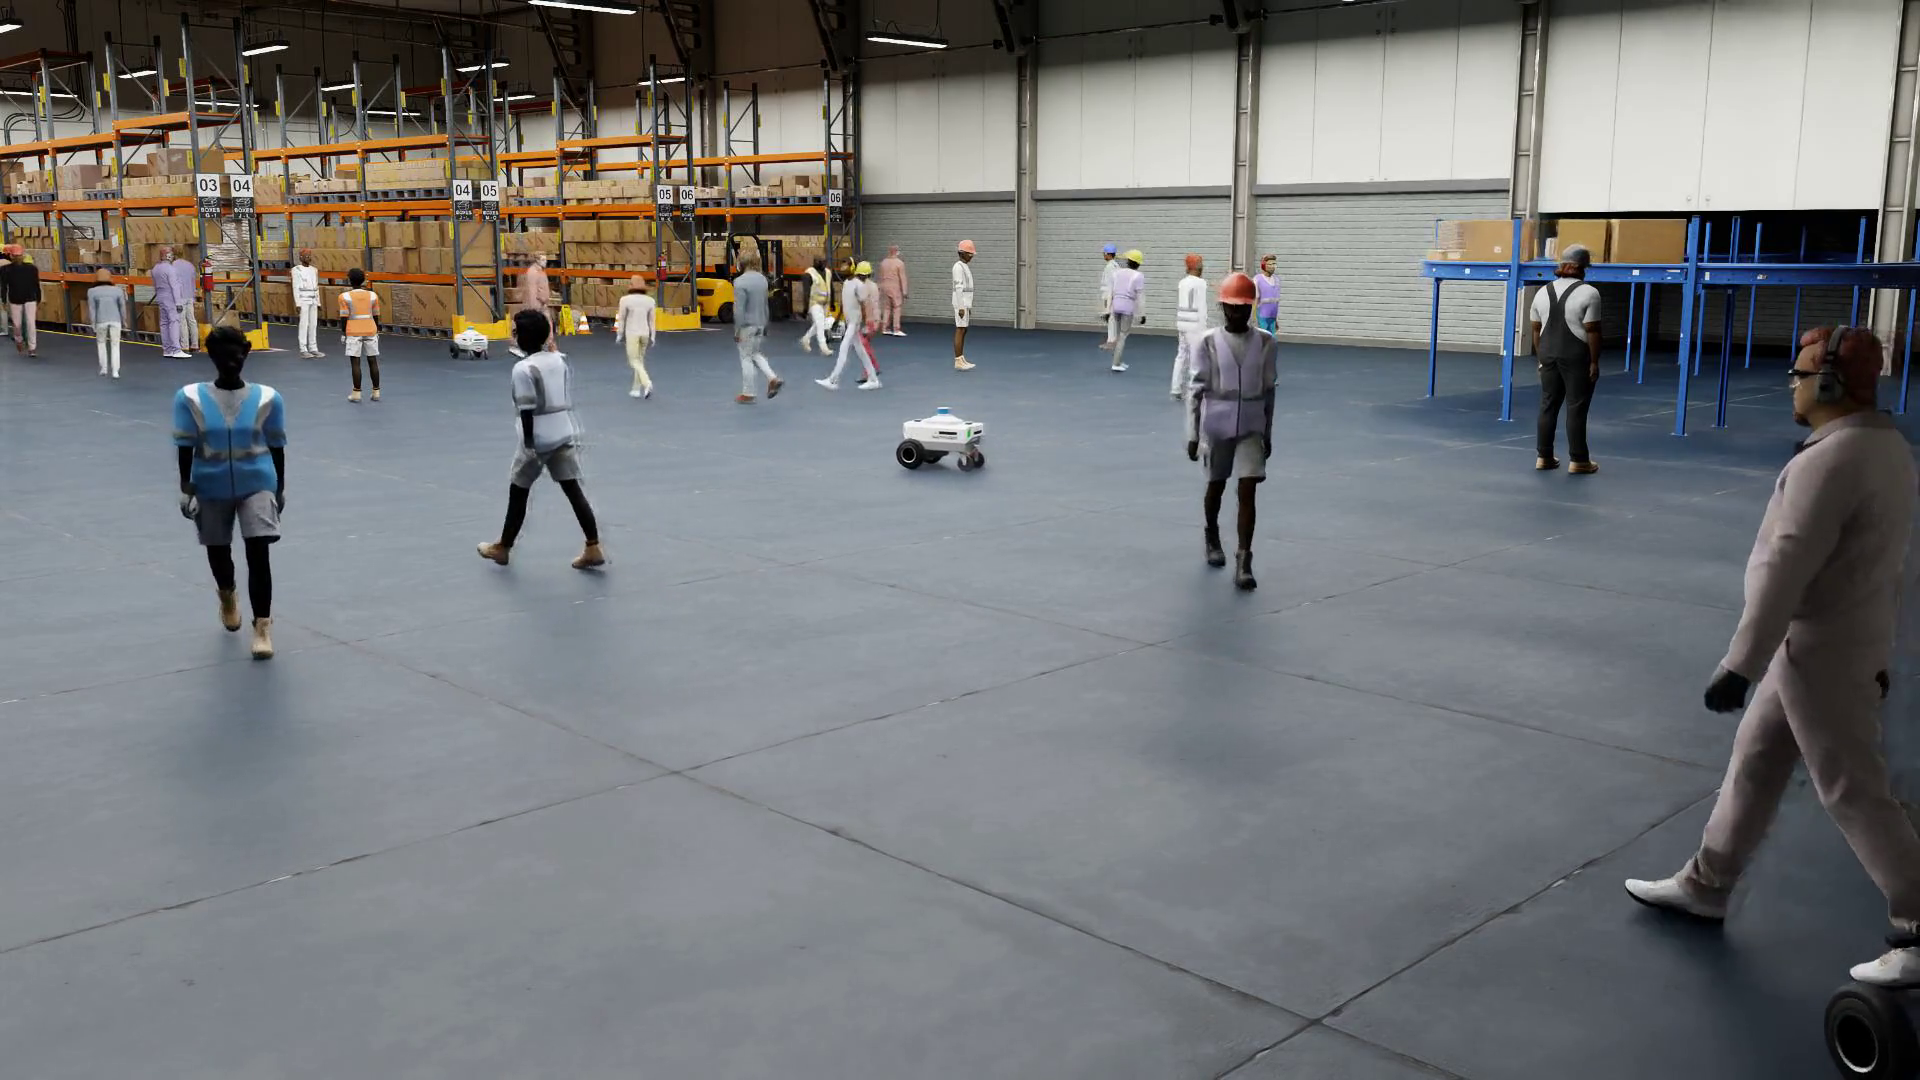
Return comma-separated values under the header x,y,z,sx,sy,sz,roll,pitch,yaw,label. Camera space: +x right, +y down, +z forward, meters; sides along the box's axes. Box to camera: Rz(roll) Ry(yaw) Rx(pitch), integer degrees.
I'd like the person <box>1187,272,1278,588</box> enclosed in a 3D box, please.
x,y,z,sx,sy,sz,roll,pitch,yaw,label
1.679,-0.714,10.337,0.560,1.897,0.984,0,10,-1,person

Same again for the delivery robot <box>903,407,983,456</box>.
x,y,z,sx,sy,sz,roll,pitch,yaw,label
-0.153,-0.975,15.258,0.707,0.478,0.477,5,11,24,delivery robot

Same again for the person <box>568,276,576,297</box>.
x,y,z,sx,sy,sz,roll,pitch,yaw,label
-10.127,-6.836,43.715,0.903,1.905,0.641,8,13,38,person

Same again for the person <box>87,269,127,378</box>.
x,y,z,sx,sy,sz,roll,pitch,yaw,label
-12.761,-3.244,24.910,0.508,1.607,0.744,-6,12,-29,person

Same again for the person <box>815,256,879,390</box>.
x,y,z,sx,sy,sz,roll,pitch,yaw,label
-1.540,-2.969,22.832,0.986,1.818,0.518,-4,11,-21,person

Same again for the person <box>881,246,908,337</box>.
x,y,z,sx,sy,sz,roll,pitch,yaw,label
-1.372,-5.236,35.012,0.674,1.891,0.426,9,14,40,person

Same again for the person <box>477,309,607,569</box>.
x,y,z,sx,sy,sz,roll,pitch,yaw,label
-2.664,-0.634,10.549,0.896,1.647,0.548,4,11,23,person

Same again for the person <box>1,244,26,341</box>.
x,y,z,sx,sy,sz,roll,pitch,yaw,label
-19.054,-4.987,33.547,0.383,1.930,0.540,-2,11,-11,person

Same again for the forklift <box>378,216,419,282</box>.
x,y,z,sx,sy,sz,roll,pitch,yaw,label
-17.868,-9.201,54.028,1.873,2.768,1.129,-10,14,-44,forklift

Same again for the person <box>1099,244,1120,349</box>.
x,y,z,sx,sy,sz,roll,pitch,yaw,label
2.813,-4.559,31.138,0.386,1.948,0.602,2,11,12,person

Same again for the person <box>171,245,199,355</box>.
x,y,z,sx,sy,sz,roll,pitch,yaw,label
-13.833,-4.267,29.574,0.353,1.937,0.635,3,11,16,person

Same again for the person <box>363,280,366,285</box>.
x,y,z,sx,sy,sz,roll,pitch,yaw,label
-17.616,-7.883,49.597,0.684,1.835,0.562,-9,14,-41,person

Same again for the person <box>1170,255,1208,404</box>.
x,y,z,sx,sy,sz,roll,pitch,yaw,label
2.935,-2.667,21.105,0.382,1.862,0.651,-5,11,-25,person

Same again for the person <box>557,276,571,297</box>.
x,y,z,sx,sy,sz,roll,pitch,yaw,label
-10.824,-7.087,45.518,0.490,1.737,0.323,3,11,17,person

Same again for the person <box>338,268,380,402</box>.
x,y,z,sx,sy,sz,roll,pitch,yaw,label
-7.678,-2.628,21.297,0.535,1.697,0.318,-10,14,-43,person

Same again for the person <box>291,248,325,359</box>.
x,y,z,sx,sy,sz,roll,pitch,yaw,label
-11.308,-4.101,28.828,0.338,1.878,0.622,3,11,18,person

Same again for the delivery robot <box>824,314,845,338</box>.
x,y,z,sx,sy,sz,roll,pitch,yaw,label
-2.579,-4.274,33.248,0.477,0.478,0.707,-6,12,-30,delivery robot

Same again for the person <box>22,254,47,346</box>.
x,y,z,sx,sy,sz,roll,pitch,yaw,label
-17.756,-4.573,31.754,0.546,1.750,0.535,4,11,22,person

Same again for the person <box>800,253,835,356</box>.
x,y,z,sx,sy,sz,roll,pitch,yaw,label
-2.571,-4.194,29.552,0.796,1.809,0.659,8,13,38,person

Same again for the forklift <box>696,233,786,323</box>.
x,y,z,sx,sy,sz,roll,pitch,yaw,label
-5.496,-6.489,41.108,2.313,2.155,1.214,-10,14,-44,forklift

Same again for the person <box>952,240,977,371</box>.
x,y,z,sx,sy,sz,roll,pitch,yaw,label
0.073,-3.699,26.205,0.381,2.039,0.606,2,11,9,person

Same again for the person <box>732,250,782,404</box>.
x,y,z,sx,sy,sz,roll,pitch,yaw,label
-2.598,-2.675,20.922,0.558,1.926,0.648,5,12,27,person

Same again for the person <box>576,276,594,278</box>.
x,y,z,sx,sy,sz,roll,pitch,yaw,label
-9.460,-6.510,42.209,0.639,1.794,0.952,-10,14,-42,person

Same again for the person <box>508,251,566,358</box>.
x,y,z,sx,sy,sz,roll,pitch,yaw,label
-7.397,-4.085,28.852,0.961,1.852,0.703,1,10,6,person

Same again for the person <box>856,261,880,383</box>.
x,y,z,sx,sy,sz,roll,pitch,yaw,label
-1.364,-3.120,23.852,0.378,1.734,0.629,-7,12,-32,person

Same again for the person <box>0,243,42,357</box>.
x,y,z,sx,sy,sz,roll,pitch,yaw,label
-16.575,-4.241,29.367,0.631,1.973,0.772,-7,12,-32,person

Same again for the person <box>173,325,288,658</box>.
x,y,z,sx,sy,sz,roll,pitch,yaw,label
-3.728,-0.279,8.556,0.530,1.667,0.772,-4,11,-20,person

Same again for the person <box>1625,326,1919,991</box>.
x,y,z,sx,sy,sz,roll,pitch,yaw,label
2.487,0.322,4.781,0.984,1.864,0.649,8,13,38,person

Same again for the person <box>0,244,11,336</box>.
x,y,z,sx,sy,sz,roll,pitch,yaw,label
-20.104,-5.267,35.054,0.367,1.927,0.594,10,14,44,person

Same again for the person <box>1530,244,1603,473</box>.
x,y,z,sx,sy,sz,roll,pitch,yaw,label
5.514,-1.624,14.999,0.537,2.000,0.678,-7,13,-34,person

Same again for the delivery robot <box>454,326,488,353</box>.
x,y,z,sx,sy,sz,roll,pitch,yaw,label
-8.455,-3.447,28.739,0.477,0.478,0.707,-8,13,-39,delivery robot

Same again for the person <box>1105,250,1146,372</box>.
x,y,z,sx,sy,sz,roll,pitch,yaw,label
2.579,-3.566,25.897,0.651,1.878,0.601,-10,14,-43,person

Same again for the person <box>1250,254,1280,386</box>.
x,y,z,sx,sy,sz,roll,pitch,yaw,label
4.270,-3.079,23.346,0.373,1.843,0.572,10,14,44,person

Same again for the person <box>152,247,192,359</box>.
x,y,z,sx,sy,sz,roll,pitch,yaw,label
-13.651,-4.106,28.777,0.643,1.911,0.411,7,13,35,person

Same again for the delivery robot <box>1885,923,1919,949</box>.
x,y,z,sx,sy,sz,roll,pitch,yaw,label
2.513,0.979,3.898,0.335,0.223,0.698,-2,11,-11,delivery robot

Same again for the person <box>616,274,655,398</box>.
x,y,z,sx,sy,sz,roll,pitch,yaw,label
-4.171,-2.642,21.625,0.507,1.607,0.726,-9,14,-40,person
